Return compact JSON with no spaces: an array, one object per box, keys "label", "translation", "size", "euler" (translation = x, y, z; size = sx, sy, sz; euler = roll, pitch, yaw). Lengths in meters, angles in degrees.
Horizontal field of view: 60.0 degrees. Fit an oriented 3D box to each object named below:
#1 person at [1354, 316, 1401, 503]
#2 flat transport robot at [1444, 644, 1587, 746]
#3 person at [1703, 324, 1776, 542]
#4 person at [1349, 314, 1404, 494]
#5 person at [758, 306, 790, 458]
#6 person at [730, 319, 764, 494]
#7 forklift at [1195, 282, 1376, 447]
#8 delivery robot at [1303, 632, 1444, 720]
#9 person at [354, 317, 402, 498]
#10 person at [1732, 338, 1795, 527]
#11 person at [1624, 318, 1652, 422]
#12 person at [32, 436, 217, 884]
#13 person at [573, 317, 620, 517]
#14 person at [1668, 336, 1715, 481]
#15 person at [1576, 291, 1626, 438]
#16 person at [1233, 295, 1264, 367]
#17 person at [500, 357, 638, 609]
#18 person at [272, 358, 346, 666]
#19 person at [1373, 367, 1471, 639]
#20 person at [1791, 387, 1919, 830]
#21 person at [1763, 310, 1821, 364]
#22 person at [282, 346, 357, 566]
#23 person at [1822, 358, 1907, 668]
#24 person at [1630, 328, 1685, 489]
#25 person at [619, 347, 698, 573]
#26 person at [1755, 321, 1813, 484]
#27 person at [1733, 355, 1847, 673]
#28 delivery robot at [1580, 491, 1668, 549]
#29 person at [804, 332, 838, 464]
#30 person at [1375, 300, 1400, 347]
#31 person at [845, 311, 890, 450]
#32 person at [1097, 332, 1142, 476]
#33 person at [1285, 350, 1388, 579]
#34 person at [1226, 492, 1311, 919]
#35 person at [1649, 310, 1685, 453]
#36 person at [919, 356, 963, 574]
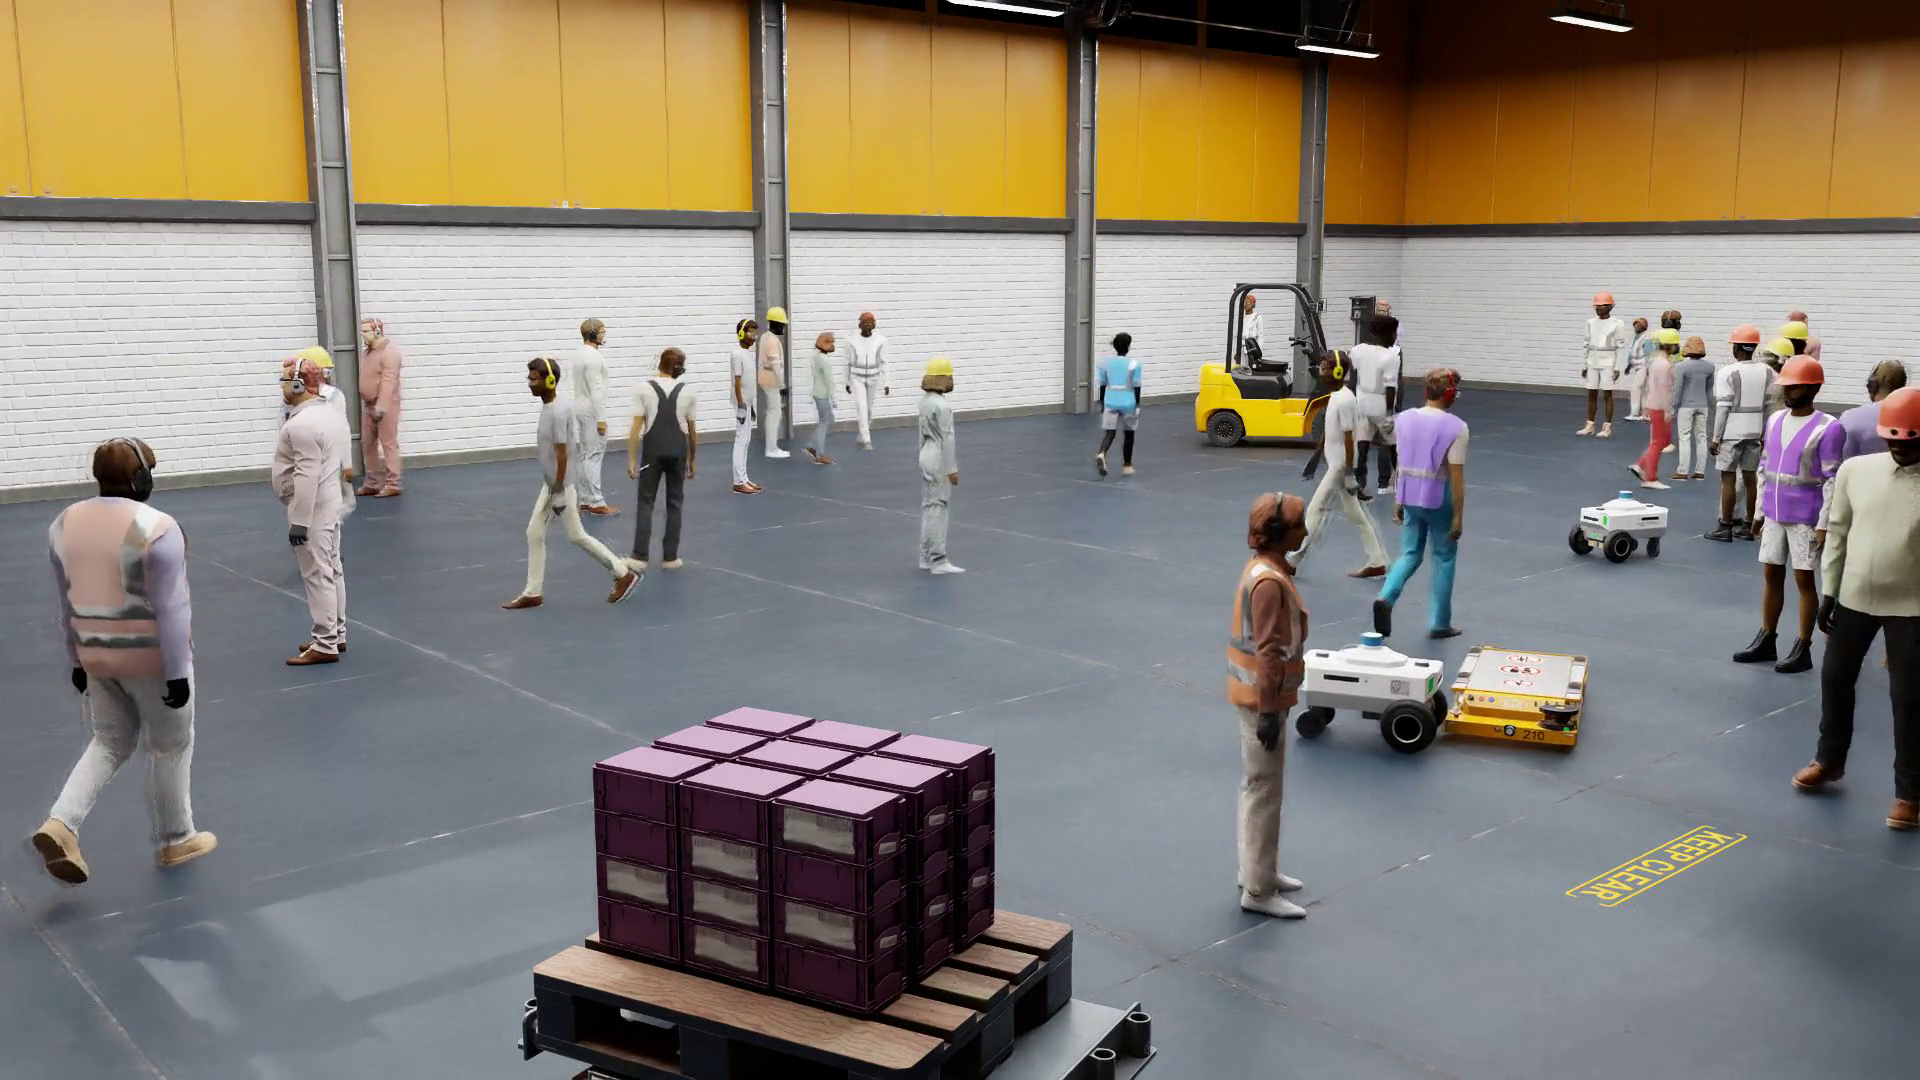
[{"label":"person","translation":[4.392,-1.332,17.066],"size":[0.969,1.919,0.634],"euler":[-5,11,-25]},{"label":"flat transport robot","translation":[3.110,0.834,9.231],"size":[0.652,0.197,1.431],"euler":[4,10,22]},{"label":"person","translation":[6.910,-0.944,14.768],"size":[0.544,1.939,0.355],"euler":[-2,10,-14]},{"label":"person","translation":[4.436,-1.446,17.765],"size":[0.593,1.920,0.391],"euler":[6,11,32]},{"label":"person","translation":[-2.333,-1.979,20.932],"size":[0.408,1.912,0.597],"euler":[-2,10,-10]},{"label":"person","translation":[-2.297,-1.433,17.852],"size":[0.328,1.865,0.521],"euler":[1,10,4]},{"label":"forklift","translation":[4.328,-2.346,22.227],"size":[2.313,2.155,1.214],"euler":[3,10,16]},{"label":"delivery robot","translation":[2.156,0.730,8.736],"size":[0.707,0.478,0.477],"euler":[4,11,23]},{"label":"person","translation":[-6.123,-1.387,17.476],"size":[0.663,1.898,0.467],"euler":[8,13,40]},{"label":"person","translation":[7.590,-0.966,15.373],"size":[0.936,1.775,0.585],"euler":[1,10,7]},{"label":"person","translation":[10.415,-2.594,25.451],"size":[0.589,1.593,0.604],"euler":[0,10,0]},{"label":"person","translation":[-3.392,0.498,6.703],"size":[0.621,1.823,0.722],"euler":[3,10,16]},{"label":"person","translation":[-3.586,-1.201,16.266],"size":[0.371,1.940,0.627],"euler":[-5,11,-26]},{"label":"person","translation":[8.259,-1.480,18.790],"size":[0.501,1.633,0.285],"euler":[-2,10,-10]},{"label":"person","translation":[8.948,-2.440,23.220],"size":[0.397,2.043,0.609],"euler":[-7,12,-34]},{"label":"person","translation":[4.804,-3.144,27.804],"size":[0.348,1.884,0.584],"euler":[-7,12,-37]},{"label":"person","translation":[-2.826,-0.410,11.995],"size":[0.931,1.831,0.520],"euler":[-5,11,-27]},{"label":"person","translation":[-4.061,-0.178,10.376],"size":[0.409,1.908,0.639],"euler":[-1,10,-8]},{"label":"person","translation":[3.045,-0.221,10.885],"size":[0.715,1.817,0.592],"euler":[-8,12,-38]},{"label":"person","translation":[4.189,0.281,7.512],"size":[0.587,1.966,0.785],"euler":[-8,13,-39]},{"label":"person","translation":[10.290,-1.906,20.608],"size":[0.668,1.872,0.890],"euler":[7,12,34]},{"label":"person","translation":[-5.143,-0.639,13.323],"size":[0.610,1.815,0.487],"euler":[4,11,23]},{"label":"person","translation":[5.770,-0.176,10.388],"size":[0.643,1.909,0.934],"euler":[-1,10,-8]},{"label":"person","translation":[7.627,-1.418,18.069],"size":[0.375,1.753,0.543],"euler":[2,10,14]},{"label":"person","translation":[-2.422,-0.642,13.395],"size":[0.652,1.804,0.447],"euler":[-3,10,-15]},{"label":"person","translation":[8.072,-1.151,16.062],"size":[0.778,1.901,0.613],"euler":[0,10,-2]},{"label":"person","translation":[5.078,-0.158,10.162],"size":[0.369,1.939,0.542],"euler":[-4,11,-23]},{"label":"delivery robot","translation":[5.594,-0.169,13.999],"size":[0.707,0.478,0.477],"euler":[-4,10,-20]},{"label":"person","translation":[-1.647,-1.727,20.293],"size":[0.340,1.620,0.505],"euler":[-2,10,-14]},{"label":"person","translation":[6.012,-2.476,23.844],"size":[0.637,1.904,0.403],"euler":[-2,10,-11]},{"label":"person","translation":[-1.252,-2.130,22.080],"size":[0.589,1.837,0.937],"euler":[-2,10,-11]},{"label":"person","translation":[1.808,-1.537,19.017],"size":[0.539,1.675,0.695],"euler":[5,11,26]},{"label":"person","translation":[2.905,-0.576,13.003],"size":[1.011,1.811,0.506],"euler":[2,10,12]},{"label":"person","translation":[1.197,0.624,6.473],"size":[0.325,1.637,0.525],"euler":[2,10,10]},{"label":"person","translation":[9.172,-2.062,21.597],"size":[0.429,1.840,0.637],"euler":[5,11,29]},{"label":"person","translation":[-0.165,-0.598,13.313],"size":[0.310,1.743,0.492],"euler":[-4,10,-20]}]
